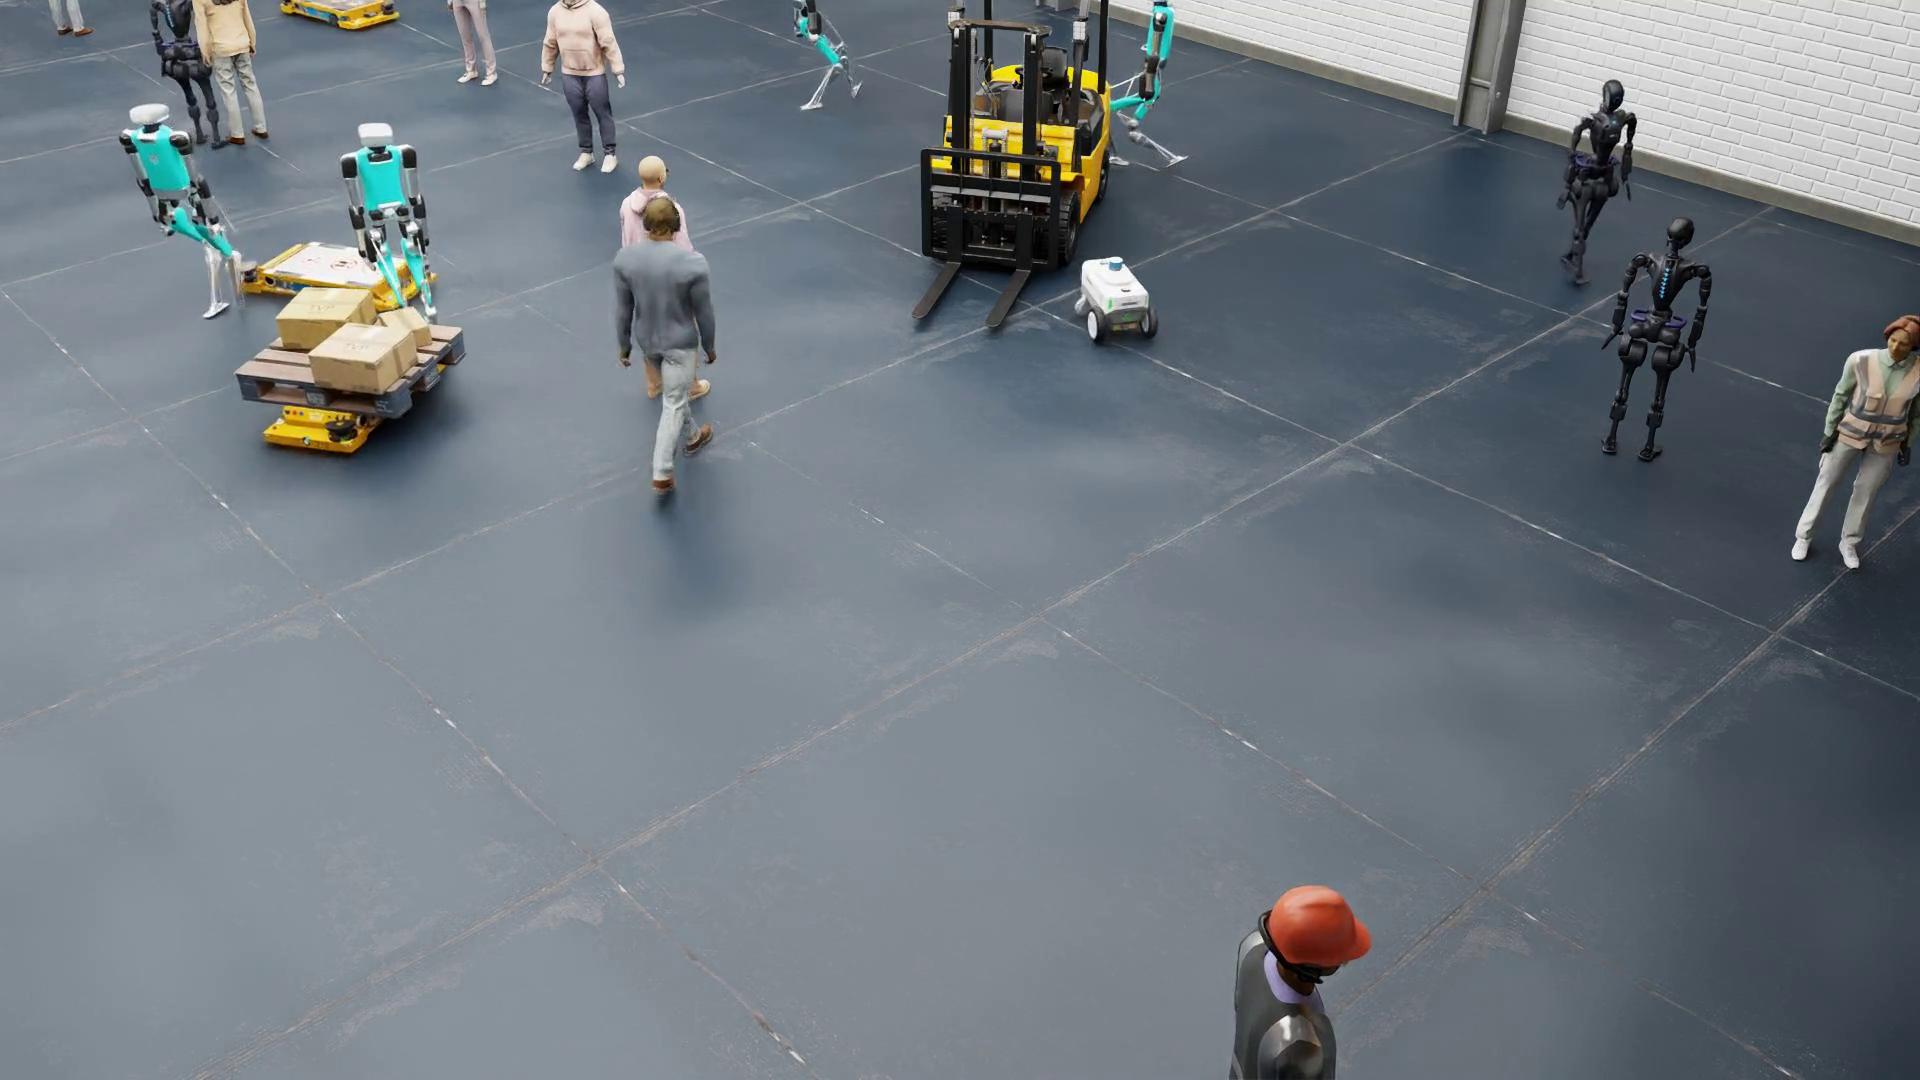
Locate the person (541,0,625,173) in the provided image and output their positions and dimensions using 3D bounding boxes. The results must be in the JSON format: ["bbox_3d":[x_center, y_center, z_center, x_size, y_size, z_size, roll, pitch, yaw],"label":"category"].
[{"bbox_3d":[-3.479,-4.356,15.417,0.820,1.855,0.430,6,34,10],"label":"person"}]

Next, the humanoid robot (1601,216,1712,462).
[{"bbox_3d":[4.541,-1.327,10.908,0.599,1.657,0.315,17,37,25],"label":"humanoid robot"}]

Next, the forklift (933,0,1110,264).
[{"bbox_3d":[0.570,-3.725,14.138,1.214,2.155,2.313,9,34,13],"label":"forklift"}]

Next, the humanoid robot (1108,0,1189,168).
[{"bbox_3d":[1.637,-4.211,15.305,1.030,1.735,0.561,8,34,12],"label":"humanoid robot"}]

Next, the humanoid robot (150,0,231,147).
[{"bbox_3d":[-7.434,-4.620,15.992,0.615,1.646,0.366,1,33,2],"label":"humanoid robot"}]

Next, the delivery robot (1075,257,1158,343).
[{"bbox_3d":[1.182,-1.865,12.782,0.522,0.598,0.770,-8,34,-12],"label":"delivery robot"}]

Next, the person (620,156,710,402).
[{"bbox_3d":[-2.070,-1.789,11.533,0.533,1.783,0.399,12,35,17],"label":"person"}]

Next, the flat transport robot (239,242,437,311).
[{"bbox_3d":[-5.040,-2.136,13.456,1.431,0.231,0.659,10,34,15],"label":"flat transport robot"}]

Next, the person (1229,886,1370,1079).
[{"bbox_3d":[1.079,1.928,5.586,0.369,2.044,0.605,-5,33,-7],"label":"person"}]

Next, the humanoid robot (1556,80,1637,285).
[{"bbox_3d":[5.124,-2.863,13.312,0.611,1.631,0.735,-6,34,-9],"label":"humanoid robot"}]

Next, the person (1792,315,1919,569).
[{"bbox_3d":[5.351,-0.581,9.810,0.514,1.636,0.313,11,35,16],"label":"person"}]

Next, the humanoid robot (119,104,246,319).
[{"bbox_3d":[-5.841,-2.506,12.731,0.544,1.834,0.753,4,33,6],"label":"humanoid robot"}]

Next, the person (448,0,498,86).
[{"bbox_3d":[-5.218,-5.696,17.563,0.514,1.759,0.332,14,35,20],"label":"person"}]

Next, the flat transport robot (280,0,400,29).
[{"bbox_3d":[-7.484,-6.417,20.036,1.431,0.231,0.659,22,39,30],"label":"flat transport robot"}]

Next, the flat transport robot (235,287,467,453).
[{"bbox_3d":[-4.263,-1.068,11.814,0.659,0.231,1.431,7,34,11],"label":"flat transport robot"}]

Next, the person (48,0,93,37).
[{"bbox_3d":[-10.373,-6.611,19.073,0.475,1.643,0.327,5,33,8],"label":"person"}]

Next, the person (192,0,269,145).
[{"bbox_3d":[-7.028,-4.752,16.017,0.409,1.868,0.569,23,40,31],"label":"person"}]

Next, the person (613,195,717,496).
[{"bbox_3d":[-1.888,-1.236,10.594,0.632,1.892,0.962,11,35,17],"label":"person"}]

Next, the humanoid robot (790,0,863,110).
[{"bbox_3d":[-1.336,-5.283,16.977,0.914,1.800,0.554,-15,36,-22],"label":"humanoid robot"}]

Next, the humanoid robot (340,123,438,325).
[{"bbox_3d":[-4.024,-2.030,12.021,0.550,1.874,0.706,-18,37,-26],"label":"humanoid robot"}]
